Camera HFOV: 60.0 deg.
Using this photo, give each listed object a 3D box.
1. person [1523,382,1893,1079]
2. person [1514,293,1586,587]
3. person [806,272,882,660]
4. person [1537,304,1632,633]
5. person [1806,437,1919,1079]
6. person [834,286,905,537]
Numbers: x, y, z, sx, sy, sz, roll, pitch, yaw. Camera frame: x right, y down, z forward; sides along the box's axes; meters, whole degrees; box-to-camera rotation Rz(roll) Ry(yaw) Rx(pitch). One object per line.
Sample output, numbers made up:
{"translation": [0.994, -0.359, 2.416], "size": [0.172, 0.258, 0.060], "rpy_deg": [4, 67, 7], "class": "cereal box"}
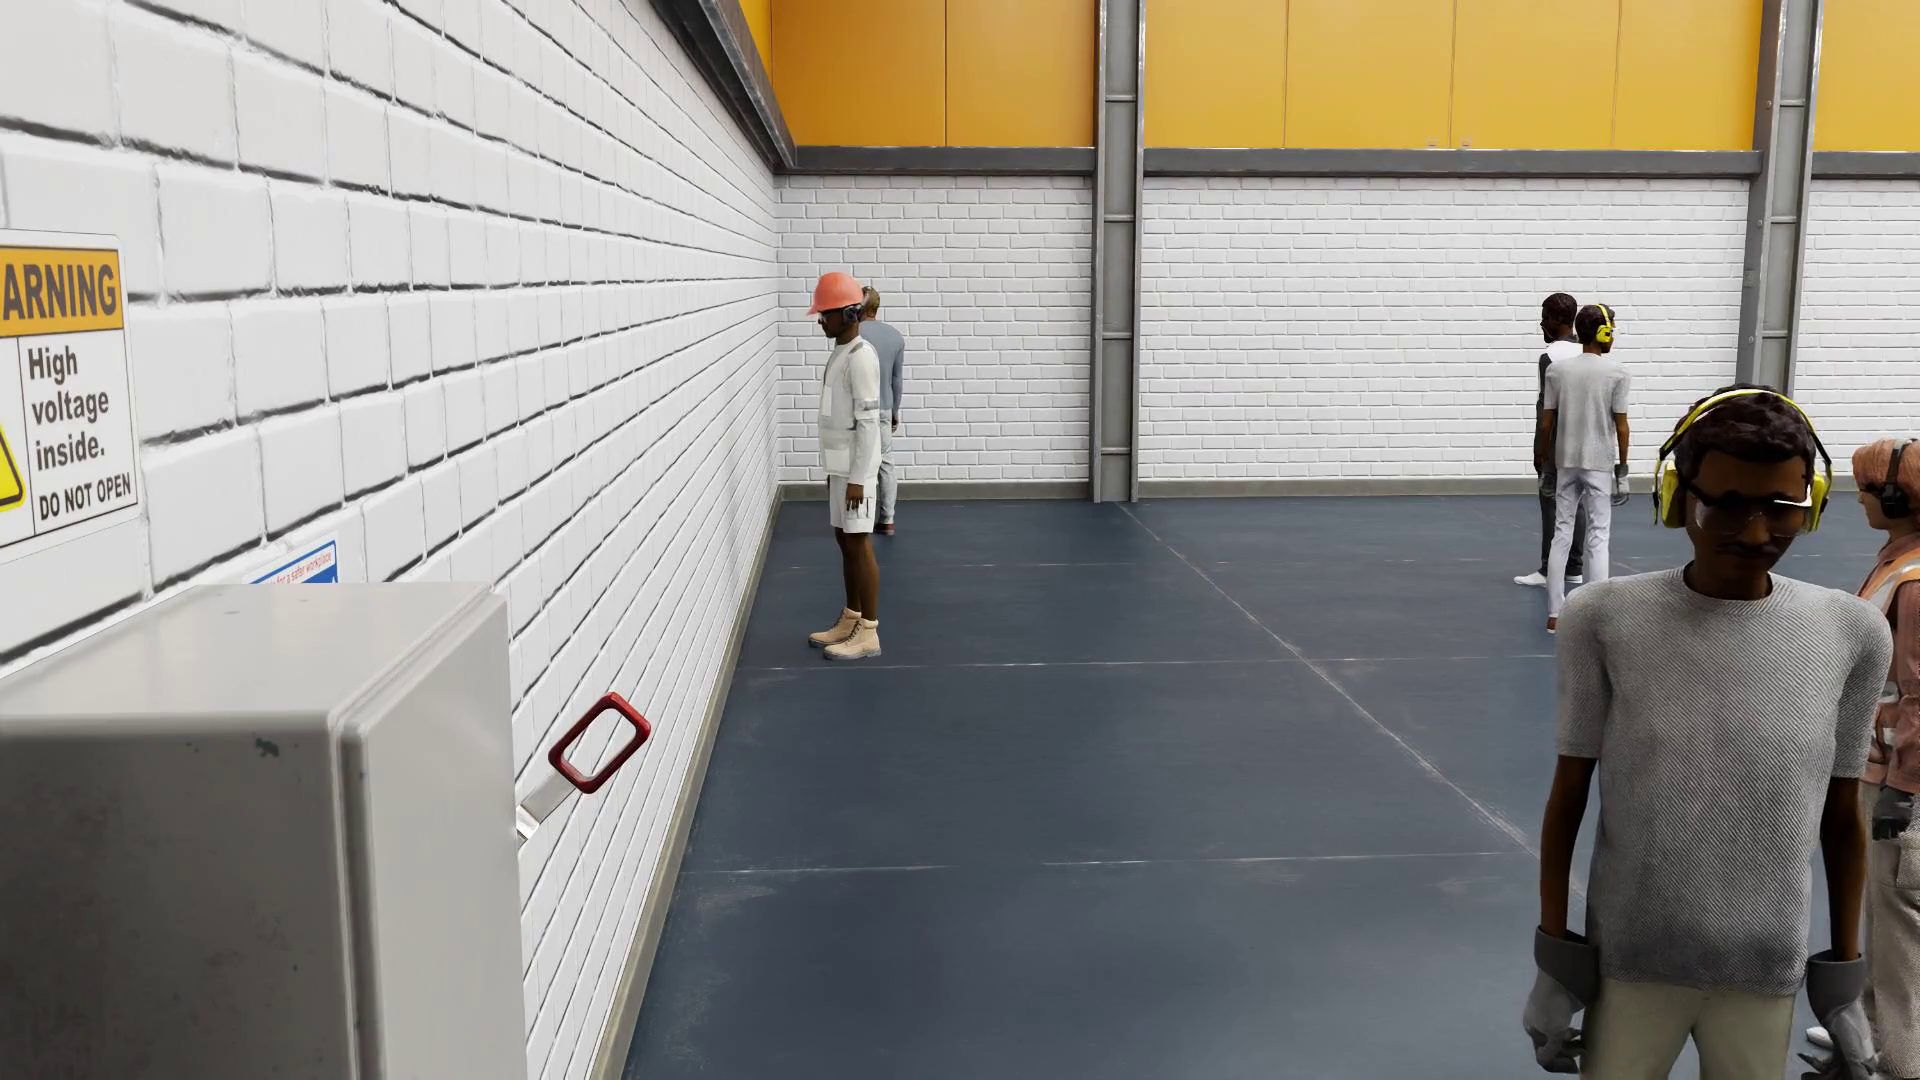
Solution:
{"translation": [1.154, 0.688, 2.596], "size": [0.515, 1.865, 0.329], "rpy_deg": [2, 9, 10], "class": "person"}
{"translation": [3.905, -0.639, 10.791], "size": [0.587, 1.911, 0.397], "rpy_deg": [-9, 12, -43], "class": "person"}
{"translation": [-0.612, -0.387, 8.798], "size": [0.386, 2.039, 0.605], "rpy_deg": [-3, 9, -17], "class": "person"}
{"translation": [3.503, -0.384, 9.333], "size": [0.521, 1.864, 0.336], "rpy_deg": [9, 12, 43], "class": "person"}
{"translation": [2.288, 0.565, 4.073], "size": [0.312, 1.636, 0.520], "rpy_deg": [4, 10, 25], "class": "person"}
{"translation": [-0.711, -0.979, 12.823], "size": [0.635, 1.939, 0.366], "rpy_deg": [-8, 12, -41], "class": "person"}
